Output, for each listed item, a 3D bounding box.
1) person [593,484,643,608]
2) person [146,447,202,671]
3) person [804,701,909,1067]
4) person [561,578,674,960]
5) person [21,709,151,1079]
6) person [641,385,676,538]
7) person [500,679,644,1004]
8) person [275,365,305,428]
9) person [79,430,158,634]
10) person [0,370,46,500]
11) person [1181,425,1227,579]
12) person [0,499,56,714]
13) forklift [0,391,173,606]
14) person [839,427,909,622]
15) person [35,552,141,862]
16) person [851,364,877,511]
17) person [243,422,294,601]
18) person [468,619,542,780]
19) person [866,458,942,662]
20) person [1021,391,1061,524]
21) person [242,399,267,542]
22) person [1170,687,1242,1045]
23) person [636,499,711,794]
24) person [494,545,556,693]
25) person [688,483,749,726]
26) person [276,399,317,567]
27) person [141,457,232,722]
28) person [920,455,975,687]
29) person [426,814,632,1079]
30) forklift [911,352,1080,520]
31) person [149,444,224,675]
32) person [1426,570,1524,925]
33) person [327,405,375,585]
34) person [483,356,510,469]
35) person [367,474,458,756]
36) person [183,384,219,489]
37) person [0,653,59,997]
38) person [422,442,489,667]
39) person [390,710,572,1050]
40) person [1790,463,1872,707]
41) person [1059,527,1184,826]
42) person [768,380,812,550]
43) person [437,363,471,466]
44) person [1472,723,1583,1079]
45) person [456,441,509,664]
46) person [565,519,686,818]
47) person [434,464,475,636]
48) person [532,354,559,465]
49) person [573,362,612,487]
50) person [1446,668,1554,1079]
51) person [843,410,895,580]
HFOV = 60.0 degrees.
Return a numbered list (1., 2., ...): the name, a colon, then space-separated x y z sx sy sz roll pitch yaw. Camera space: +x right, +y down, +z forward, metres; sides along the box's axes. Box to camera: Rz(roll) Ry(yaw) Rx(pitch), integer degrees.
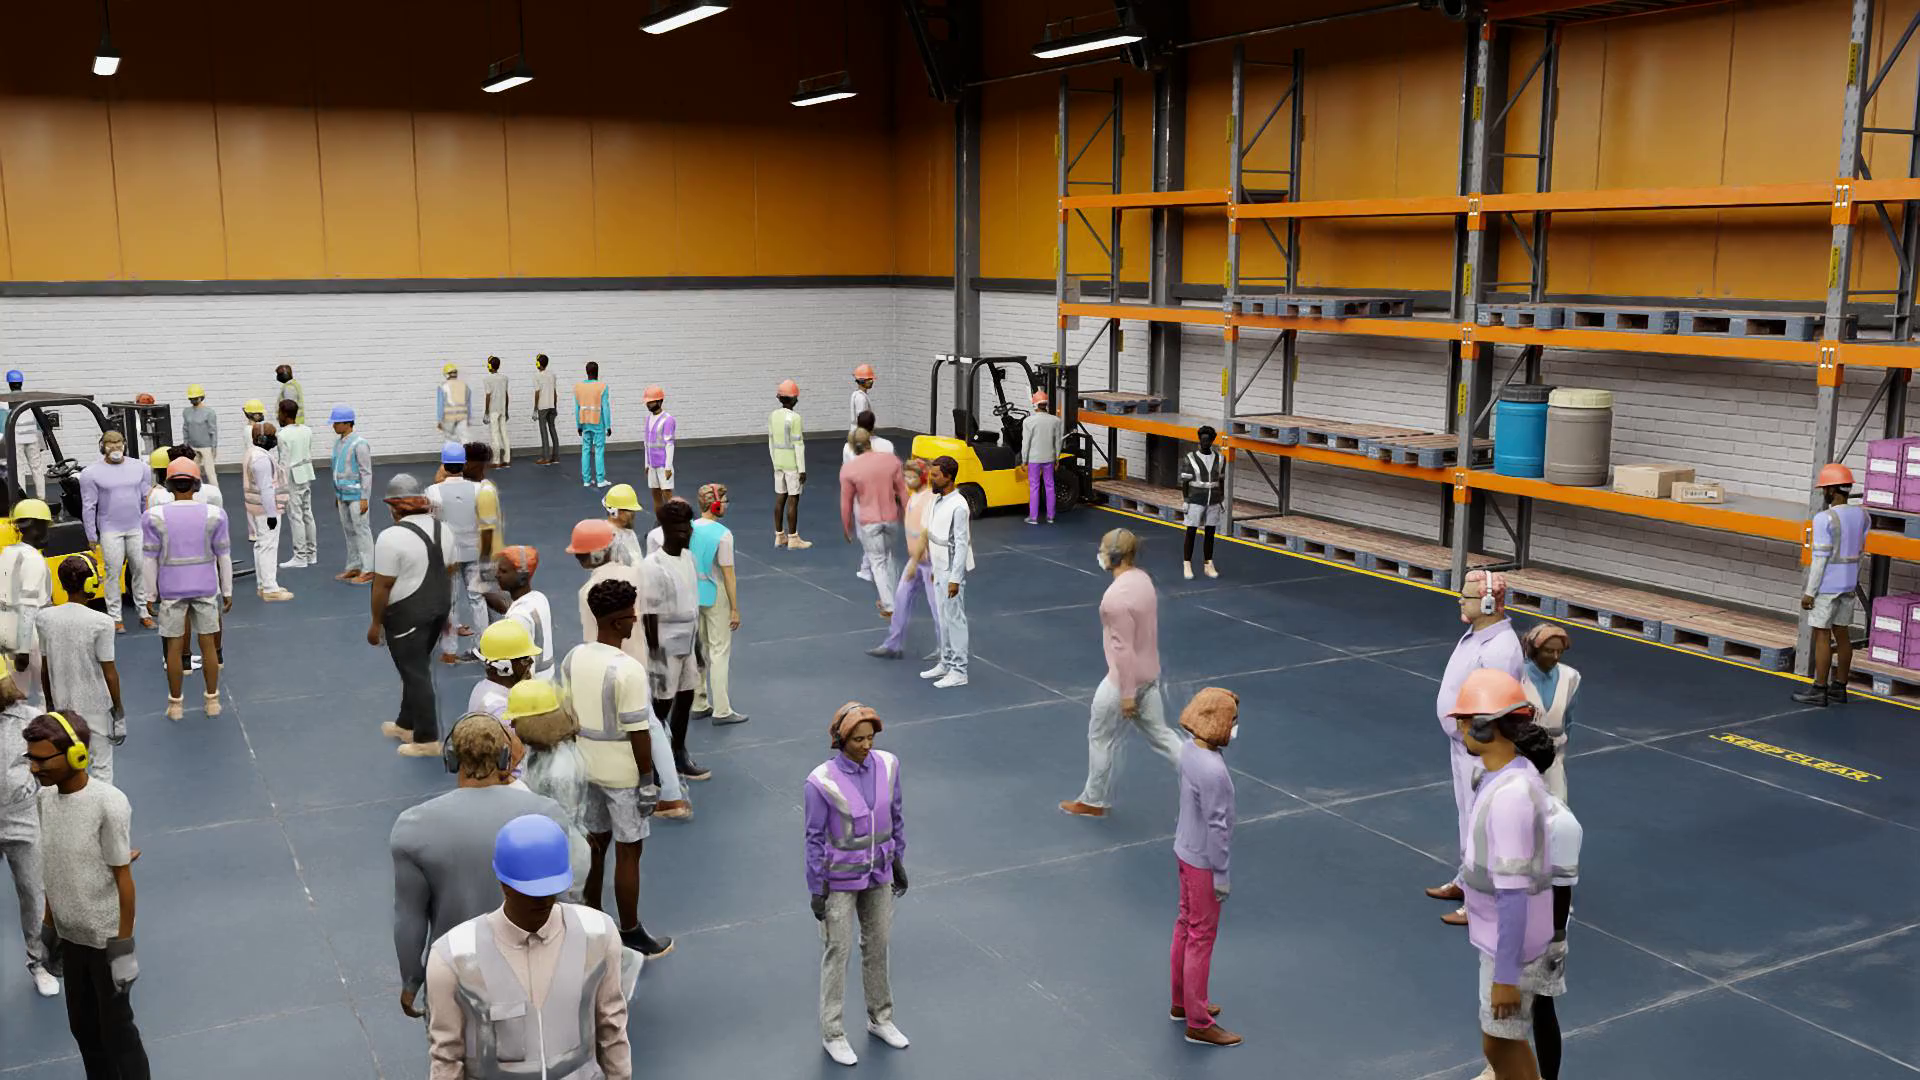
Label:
1. person: -2.607 0.471 12.808 0.403 1.817 0.601 1 10 6
2. person: -6.760 0.157 14.282 0.367 1.926 0.594 -4 11 -24
3. person: -0.467 1.506 7.377 0.523 1.631 0.313 -8 13 -40
4. person: -1.743 1.158 8.412 0.607 1.965 0.363 8 13 40
5. person: -3.385 1.557 6.448 0.524 1.857 0.345 5 11 27
6. person: -3.765 -0.960 20.714 0.544 1.930 0.388 9 14 43
7. person: -1.742 1.441 7.491 0.581 1.719 0.511 -5 11 -29
8. person: -10.465 -1.826 25.989 0.430 1.830 0.645 -3 10 -14
9. person: -7.898 -0.078 15.655 0.634 1.929 0.383 -9 14 -44
10. person: -13.069 -1.394 23.157 0.405 1.945 0.615 7 12 36
11. person: 2.674 -0.417 18.245 0.537 1.697 0.320 -3 10 -15
12. person: -6.450 0.671 11.453 0.601 1.879 0.651 8 12 38
13. forklift: -9.026 -0.363 16.508 1.214 2.155 2.313 6 11 29
14. person: -0.848 -0.161 16.228 0.707 1.884 0.677 -5 11 -28
15. person: -5.073 1.002 9.639 0.510 1.857 0.324 1 10 8
16. person: -1.312 -1.383 22.821 0.374 2.044 0.606 -2 10 -10
17. person: -7.131 -0.297 17.145 0.429 1.841 0.633 -6 11 -31
18. person: -2.168 1.283 8.074 0.403 1.834 0.587 -4 11 -23
19. person: -0.429 0.196 14.442 0.872 1.799 0.556 -4 11 -23
20. person: 1.060 -1.091 21.970 0.573 1.748 0.336 -4 11 -22
21. person: -8.711 -0.863 20.621 0.326 1.767 0.533 -3 10 -19
22. person: 1.123 1.467 7.588 0.281 1.633 0.498 -1 10 -6
23. person: -1.912 0.693 11.094 0.366 1.962 0.627 4 11 22
24. person: -2.561 0.958 9.801 0.344 1.882 0.584 -1 10 -4
25. person: -1.896 0.487 12.616 0.575 1.843 0.375 9 13 42
26. person: -7.557 -0.644 18.921 0.392 1.920 0.588 1 10 8
27. person: -5.908 0.376 12.749 0.618 2.028 0.410 -6 11 -30
28. person: -0.090 0.253 13.758 0.391 1.920 0.587 -3 10 -18
29. person: -1.291 1.756 5.057 0.606 1.939 0.416 -5 11 -27
30. forklift: 0.460 -1.461 22.833 2.313 2.155 1.214 -5 11 -28
31. person: -6.558 0.160 14.155 0.361 1.965 0.613 10 14 44
32. person: 2.757 1.101 8.912 0.410 1.909 0.643 1 10 4
33. person: -6.569 -0.487 17.936 0.615 1.945 0.404 9 13 41
34. person: -7.670 -2.108 27.491 0.328 1.872 0.509 6 12 32
35. person: -4.015 0.502 11.970 0.891 2.000 0.678 4 11 21
36. person: -10.538 -1.282 23.070 0.531 1.761 0.343 2 10 14
37. person: -4.557 1.357 7.904 0.492 1.742 0.320 -6 11 -30
38. person: -4.334 0.128 14.391 0.605 1.948 0.391 -5 11 -28
39. person: -1.746 1.576 6.130 0.636 1.928 0.384 -5 11 -24
40. person: 6.871 0.355 13.136 0.543 1.932 0.365 -5 11 -25
41. person: 1.146 0.863 10.352 1.002 1.900 0.638 5 11 25
42. person: -2.048 -0.905 20.062 0.371 2.044 0.615 -8 13 -40
43. person: -8.249 -2.005 27.160 0.606 1.785 0.939 -8 13 -38
44. person: 2.314 1.566 6.876 0.322 1.693 0.540 -4 11 -23
45. person: -4.133 0.097 14.548 0.632 1.949 0.627 -4 11 -20
46. person: -2.179 0.817 10.490 1.008 1.936 0.631 6 11 29
47. person: -4.736 0.084 15.554 0.279 1.633 0.501 -5 11 -25
48. person: -7.003 -2.202 28.032 0.331 1.872 0.513 7 12 33
49. person: -5.609 -1.765 25.407 0.587 1.911 0.397 3 10 19
50. person: 2.032 1.501 6.301 0.462 2.021 0.705 3 10 17
51. person: -0.949 -0.448 17.891 0.600 1.888 0.847 -6 11 -30
